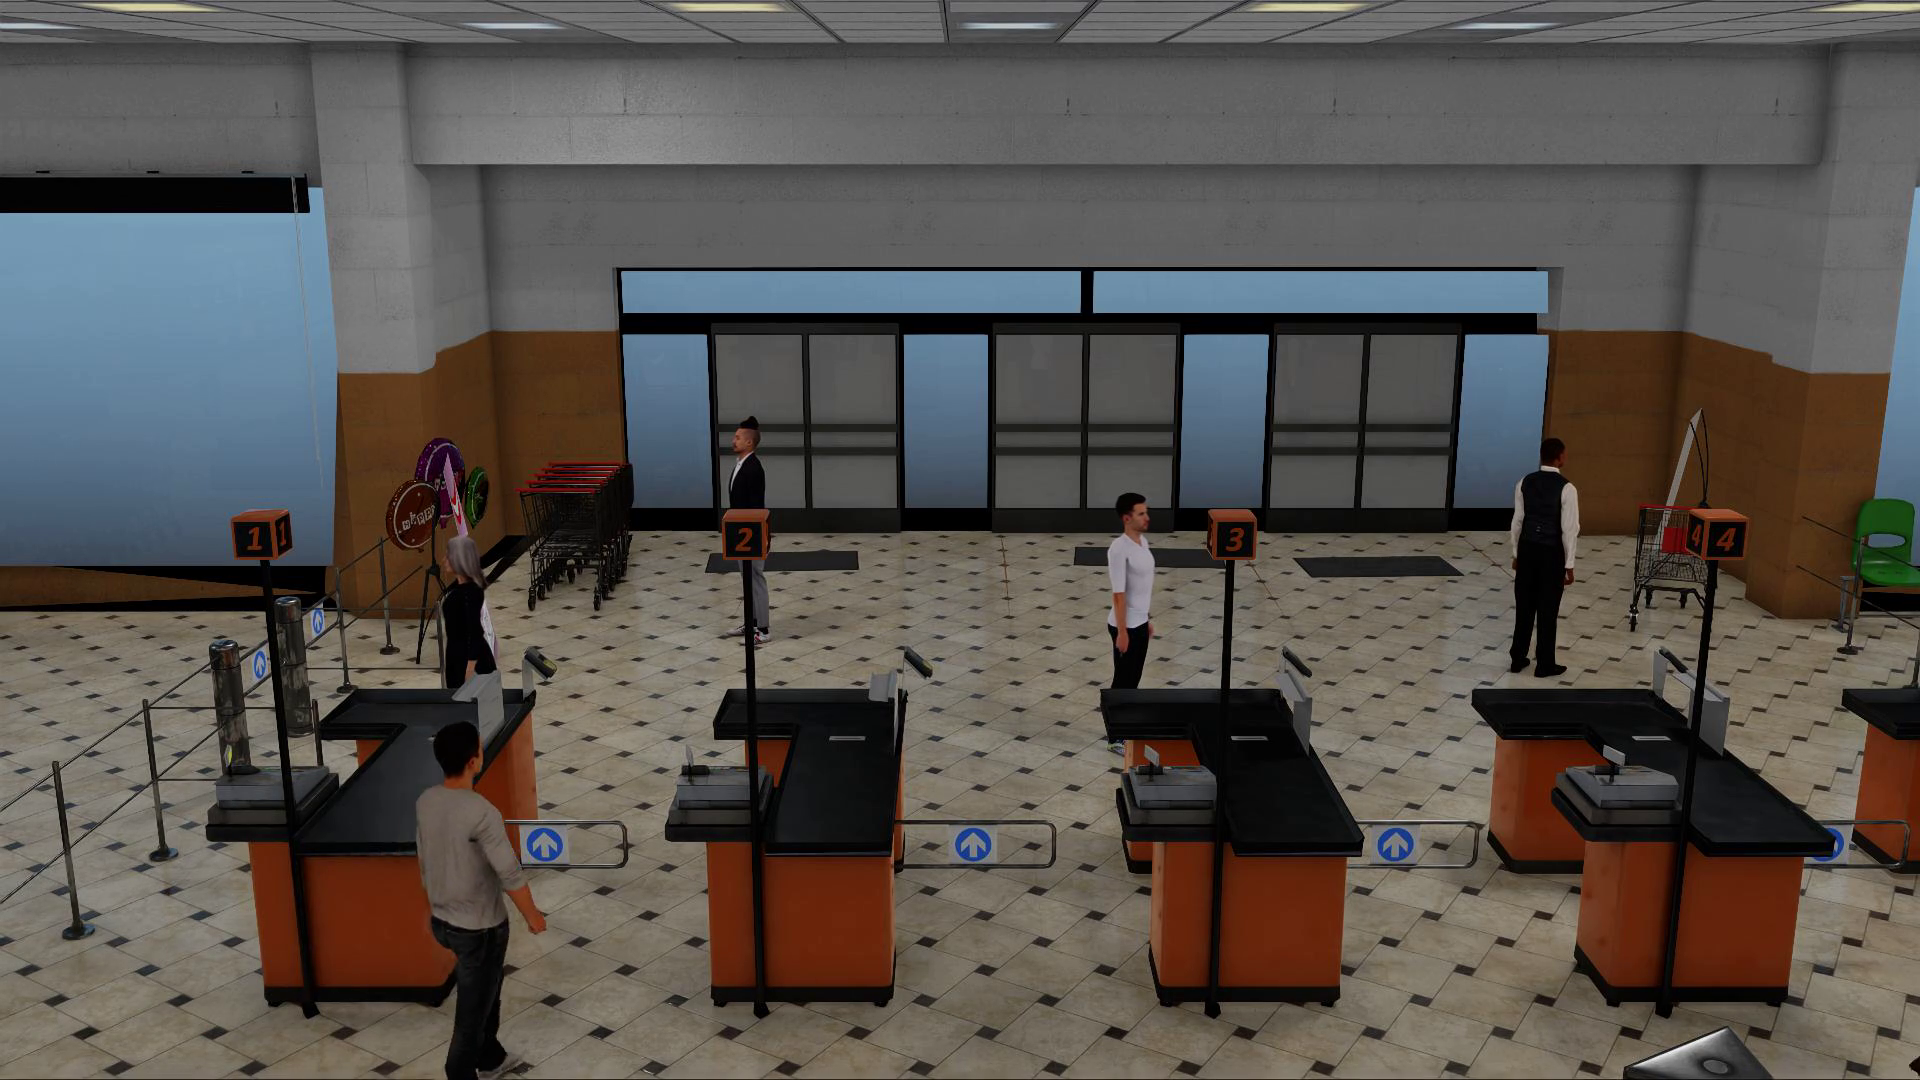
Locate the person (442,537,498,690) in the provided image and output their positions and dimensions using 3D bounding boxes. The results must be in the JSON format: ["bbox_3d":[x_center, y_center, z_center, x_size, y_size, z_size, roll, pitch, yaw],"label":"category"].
[{"bbox_3d":[-3.196,0.824,10.841,0.745,1.746,0.630,-6,15,-22],"label":"person"}]

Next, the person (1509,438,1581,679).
[{"bbox_3d":[4.664,0.130,13.341,0.834,1.916,0.768,-13,19,-42],"label":"person"}]

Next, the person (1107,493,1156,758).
[{"bbox_3d":[1.184,0.574,11.649,0.812,1.851,0.680,7,15,27],"label":"person"}]

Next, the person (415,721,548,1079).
[{"bbox_3d":[-2.182,1.684,7.187,0.854,1.798,0.917,10,17,36],"label":"person"}]

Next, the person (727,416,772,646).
[{"bbox_3d":[-1.785,-0.092,14.183,0.848,1.950,0.691,-6,15,-23],"label":"person"}]
